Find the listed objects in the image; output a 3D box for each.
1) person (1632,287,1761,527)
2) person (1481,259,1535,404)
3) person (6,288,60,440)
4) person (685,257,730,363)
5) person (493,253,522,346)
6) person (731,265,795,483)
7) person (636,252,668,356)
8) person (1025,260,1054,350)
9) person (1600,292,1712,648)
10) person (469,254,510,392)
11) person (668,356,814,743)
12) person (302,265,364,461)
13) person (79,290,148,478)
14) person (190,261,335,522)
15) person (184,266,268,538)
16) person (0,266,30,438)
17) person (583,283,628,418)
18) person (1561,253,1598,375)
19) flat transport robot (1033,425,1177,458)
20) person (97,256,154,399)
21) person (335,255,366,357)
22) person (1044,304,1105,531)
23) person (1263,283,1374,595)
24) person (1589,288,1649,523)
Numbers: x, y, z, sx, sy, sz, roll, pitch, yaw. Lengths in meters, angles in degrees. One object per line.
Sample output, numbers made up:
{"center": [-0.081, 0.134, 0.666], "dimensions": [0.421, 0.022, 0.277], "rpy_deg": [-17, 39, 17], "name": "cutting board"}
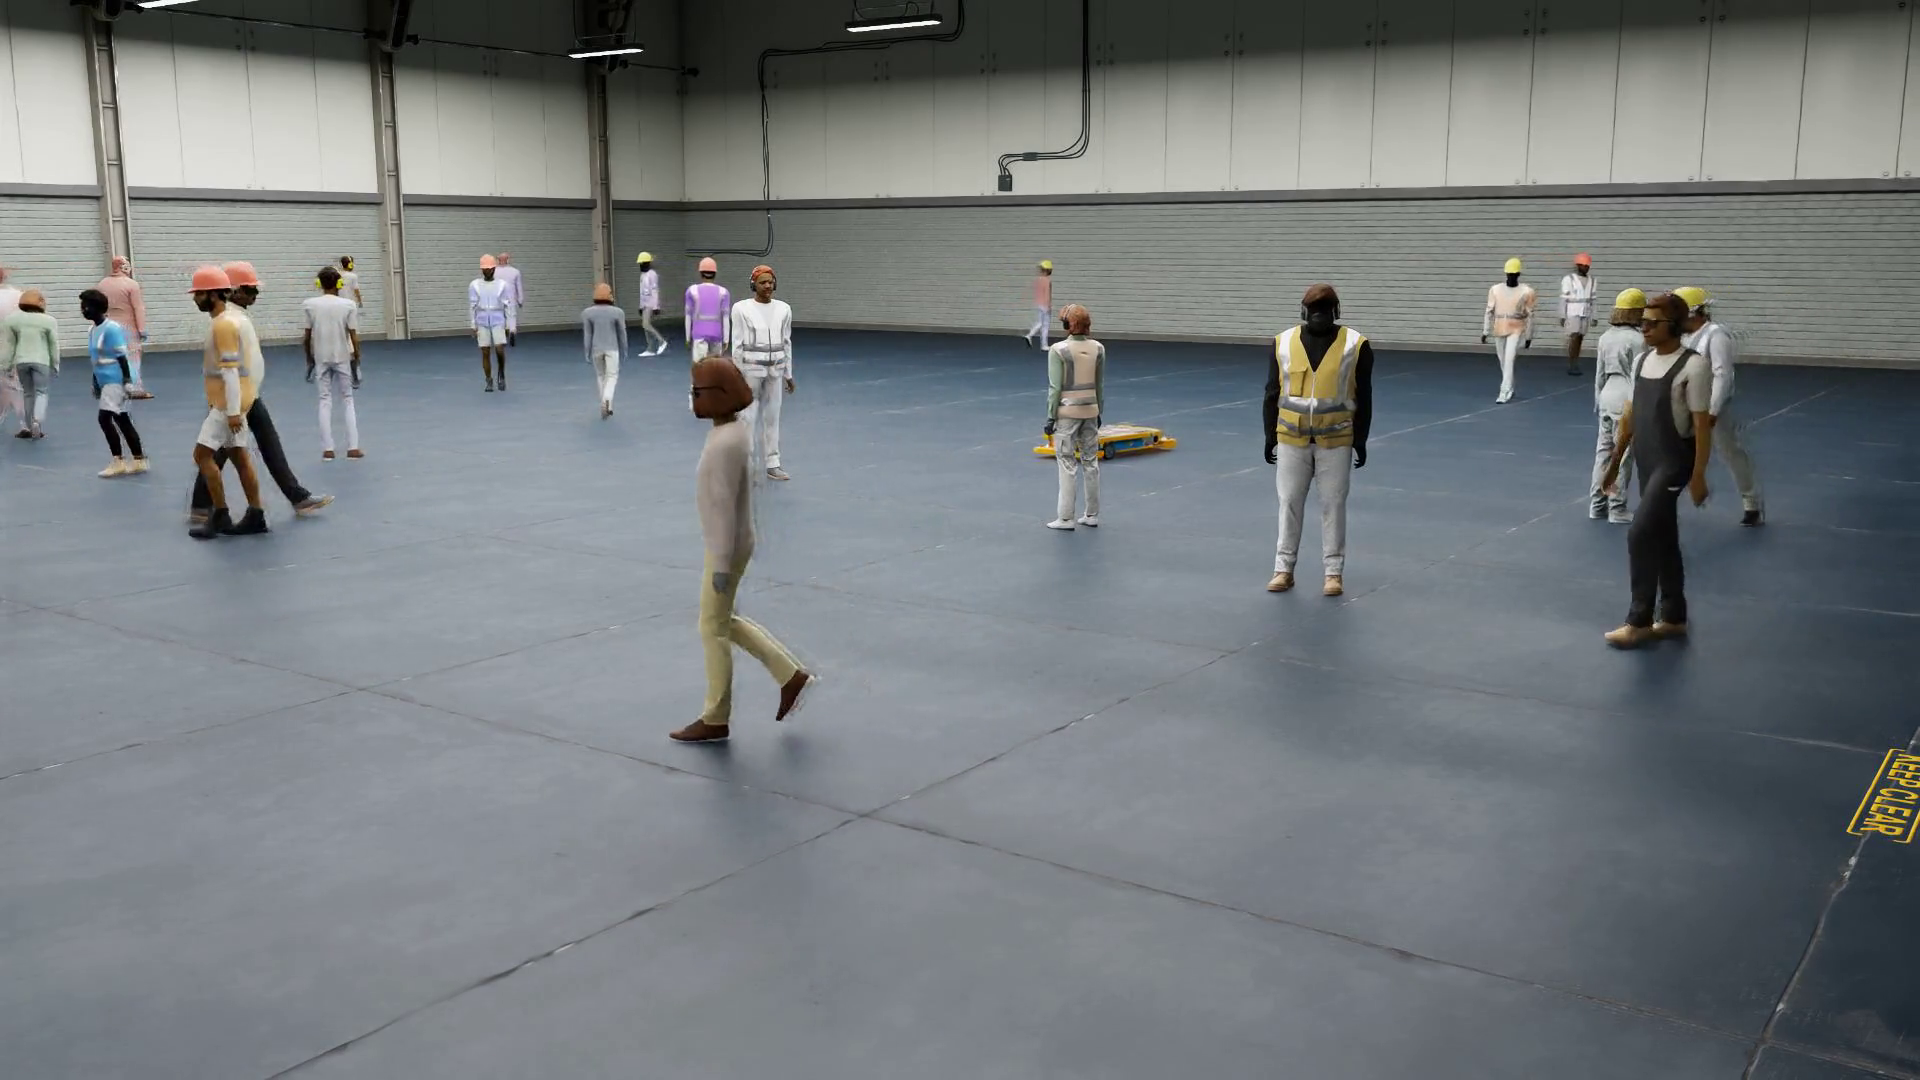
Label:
{"center": [5.554, -0.981, 12.307], "dimensions": [0.838, 1.768, 0.640], "rpy_deg": [-2, 10, -9], "name": "person"}
{"center": [7.221, -2.749, 21.854], "dimensions": [0.590, 1.883, 0.988], "rpy_deg": [8, 13, 37], "name": "person"}
{"center": [-9.780, -1.842, 17.526], "dimensions": [0.524, 1.613, 0.583], "rpy_deg": [-2, 10, -11], "name": "person"}
{"center": [-3.120, -2.549, 20.652], "dimensions": [0.548, 1.915, 0.848], "rpy_deg": [-3, 11, -17], "name": "person"}
{"center": [-9.187, -4.854, 33.622], "dimensions": [0.655, 1.886, 0.800], "rpy_deg": [-3, 11, -16], "name": "person"}
{"center": [-1.717, -1.445, 14.528], "dimensions": [0.573, 1.883, 0.359], "rpy_deg": [-6, 12, -32], "name": "person"}
{"center": [-5.714, -4.320, 30.544], "dimensions": [0.457, 1.911, 0.597], "rpy_deg": [-6, 12, -29], "name": "person"}
{"center": [1.586, -4.539, 32.210], "dimensions": [0.487, 1.751, 0.533], "rpy_deg": [-4, 11, -20], "name": "person"}
{"center": [3.545, -0.357, 8.599], "dimensions": [0.718, 1.819, 0.504], "rpy_deg": [-2, 10, -10], "name": "person"}
{"center": [-6.573, -3.021, 23.265], "dimensions": [0.559, 1.921, 0.450], "rpy_deg": [-2, 10, -11], "name": "person"}
{"center": [-0.934, 0.045, 6.891], "dimensions": [0.519, 1.618, 0.517], "rpy_deg": [-1, 10, -3], "name": "person"}
{"center": [-6.025, -1.692, 15.952], "dimensions": [0.553, 1.872, 0.345], "rpy_deg": [-2, 10, -10], "name": "person"}
{"center": [-7.555, -1.382, 14.757], "dimensions": [0.547, 1.663, 0.595], "rpy_deg": [10, 14, 44], "name": "person"}
{"center": [-5.307, -1.095, 12.410], "dimensions": [1.041, 1.935, 0.652], "rpy_deg": [-3, 10, -14], "name": "person"}
{"center": [-5.263, -0.960, 11.714], "dimensions": [0.660, 1.912, 0.565], "rpy_deg": [-4, 11, -20], "name": "person"}
{"center": [-10.298, -2.017, 17.794], "dimensions": [1.014, 1.852, 0.670], "rpy_deg": [3, 11, 17], "name": "person"}
{"center": [-4.219, -2.242, 19.764], "dimensions": [0.506, 1.607, 0.704], "rpy_deg": [0, 10, 2], "name": "person"}
{"center": [9.751, -3.519, 26.029], "dimensions": [0.570, 1.919, 0.650], "rpy_deg": [-2, 10, -12], "name": "person"}
{"center": [1.444, -0.979, 16.431], "dimensions": [1.431, 0.197, 0.652], "rpy_deg": [-10, 14, -44], "name": "flat transport robot"}
{"center": [-11.139, -2.828, 22.210], "dimensions": [0.649, 1.904, 0.401], "rpy_deg": [3, 10, 15], "name": "person"}
{"center": [-11.113, -4.264, 30.394], "dimensions": [0.521, 1.856, 0.389], "rpy_deg": [6, 12, 30], "name": "person"}
{"center": [0.835, -0.886, 12.075], "dimensions": [0.525, 1.639, 0.307], "rpy_deg": [-7, 13, -36], "name": "person"}
{"center": [2.105, -0.591, 9.862], "dimensions": [0.636, 1.840, 0.429], "rpy_deg": [4, 11, 20], "name": "person"}
{"center": [4.942, -0.997, 12.416], "dimensions": [0.318, 1.741, 0.521], "rpy_deg": [-3, 11, -18], "name": "person"}
